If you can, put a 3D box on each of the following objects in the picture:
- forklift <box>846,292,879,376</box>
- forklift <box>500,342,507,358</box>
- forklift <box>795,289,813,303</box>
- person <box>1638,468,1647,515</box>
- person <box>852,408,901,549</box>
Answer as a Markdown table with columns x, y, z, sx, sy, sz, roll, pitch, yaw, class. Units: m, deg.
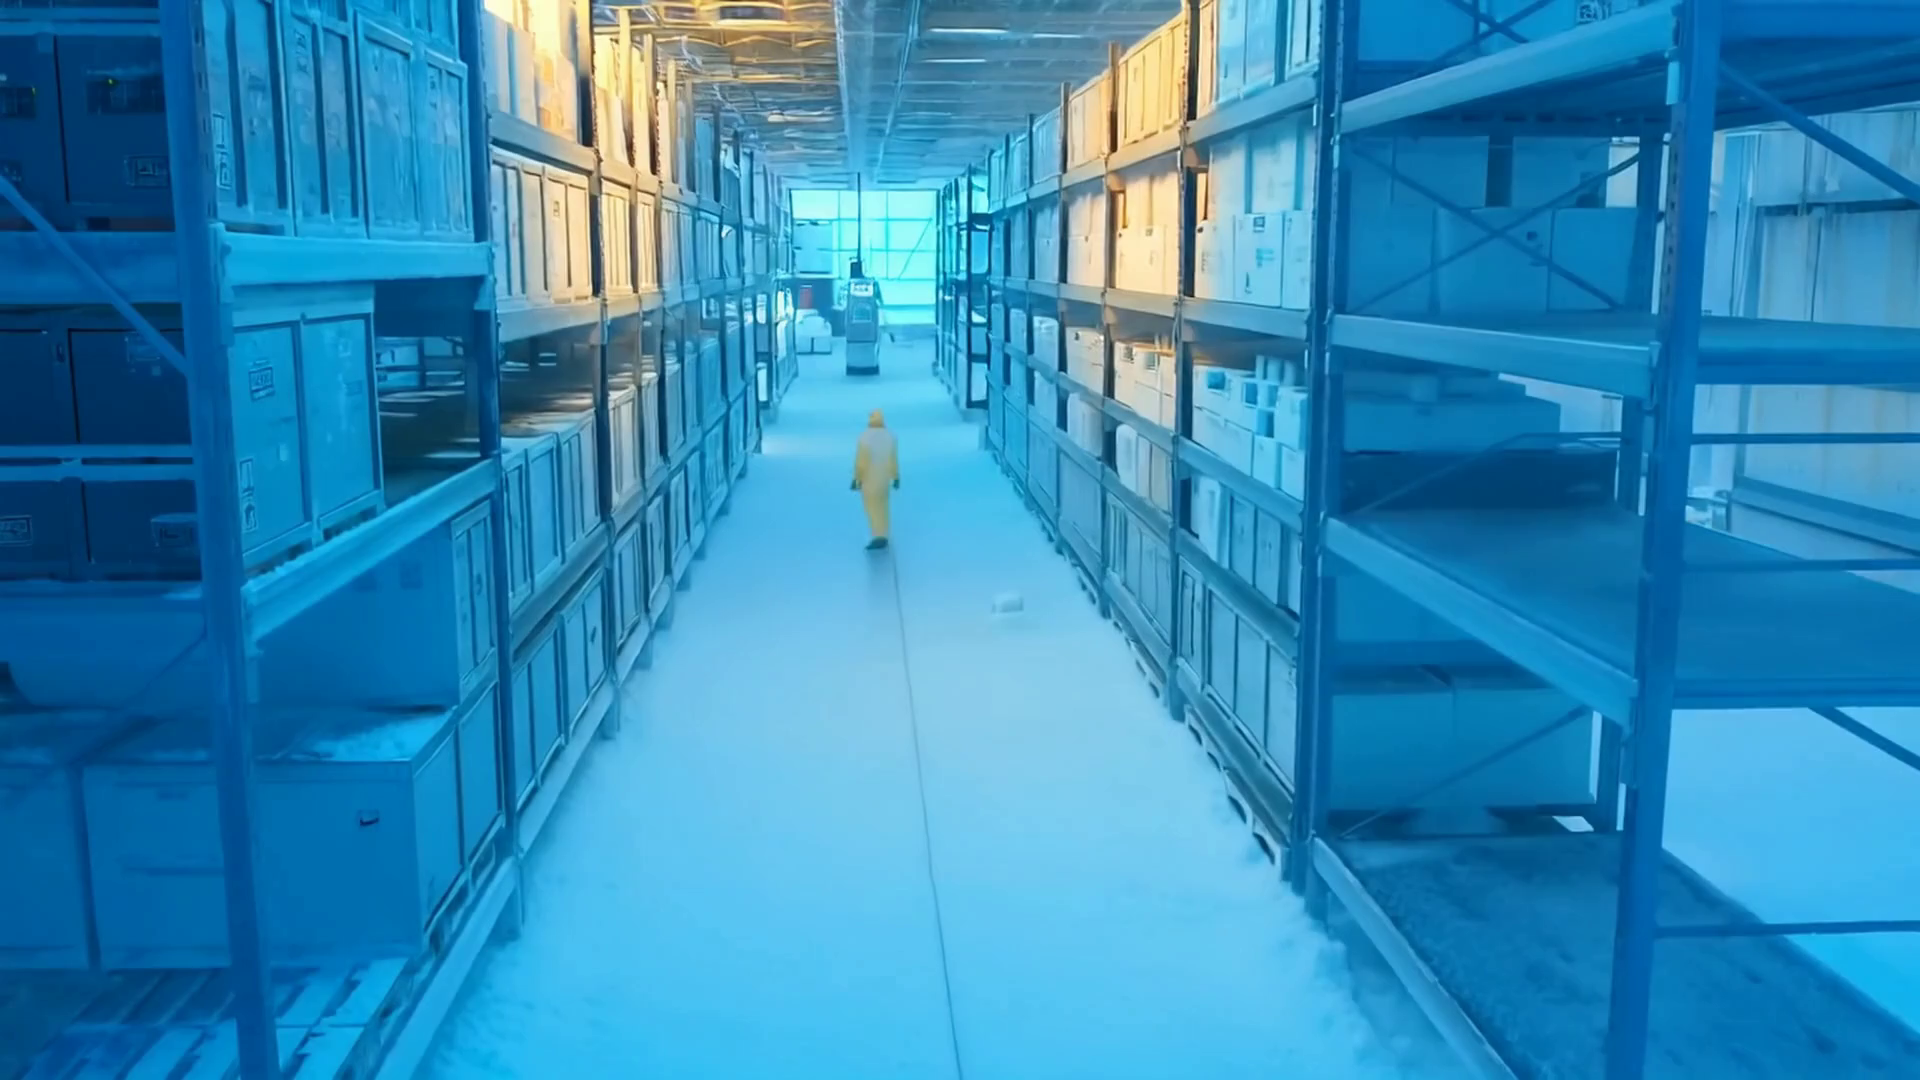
| x | y | z | sx | sy | sz | roll | pitch | yaw | class |
| --- | --- | --- | --- | --- | --- | --- | --- | --- | --- |
| -3.305 | -6.989 | 56.215 | 1.129 | 2.768 | 1.873 | -1 | 10 | -4 | forklift |
| -10.020 | -3.596 | 35.945 | 1.873 | 2.768 | 1.129 | -4 | 10 | -23 | forklift |
| -7.285 | -10.538 | 77.416 | 1.129 | 2.768 | 1.873 | -2 | 10 | -10 | forklift |
| 6.922 | 0.147 | 16.698 | 0.563 | 1.837 | 0.389 | 7 | 12 | 36 | person |
| -1.065 | -0.831 | 22.451 | 0.703 | 1.876 | 0.642 | -7 | 12 | -36 | person |
